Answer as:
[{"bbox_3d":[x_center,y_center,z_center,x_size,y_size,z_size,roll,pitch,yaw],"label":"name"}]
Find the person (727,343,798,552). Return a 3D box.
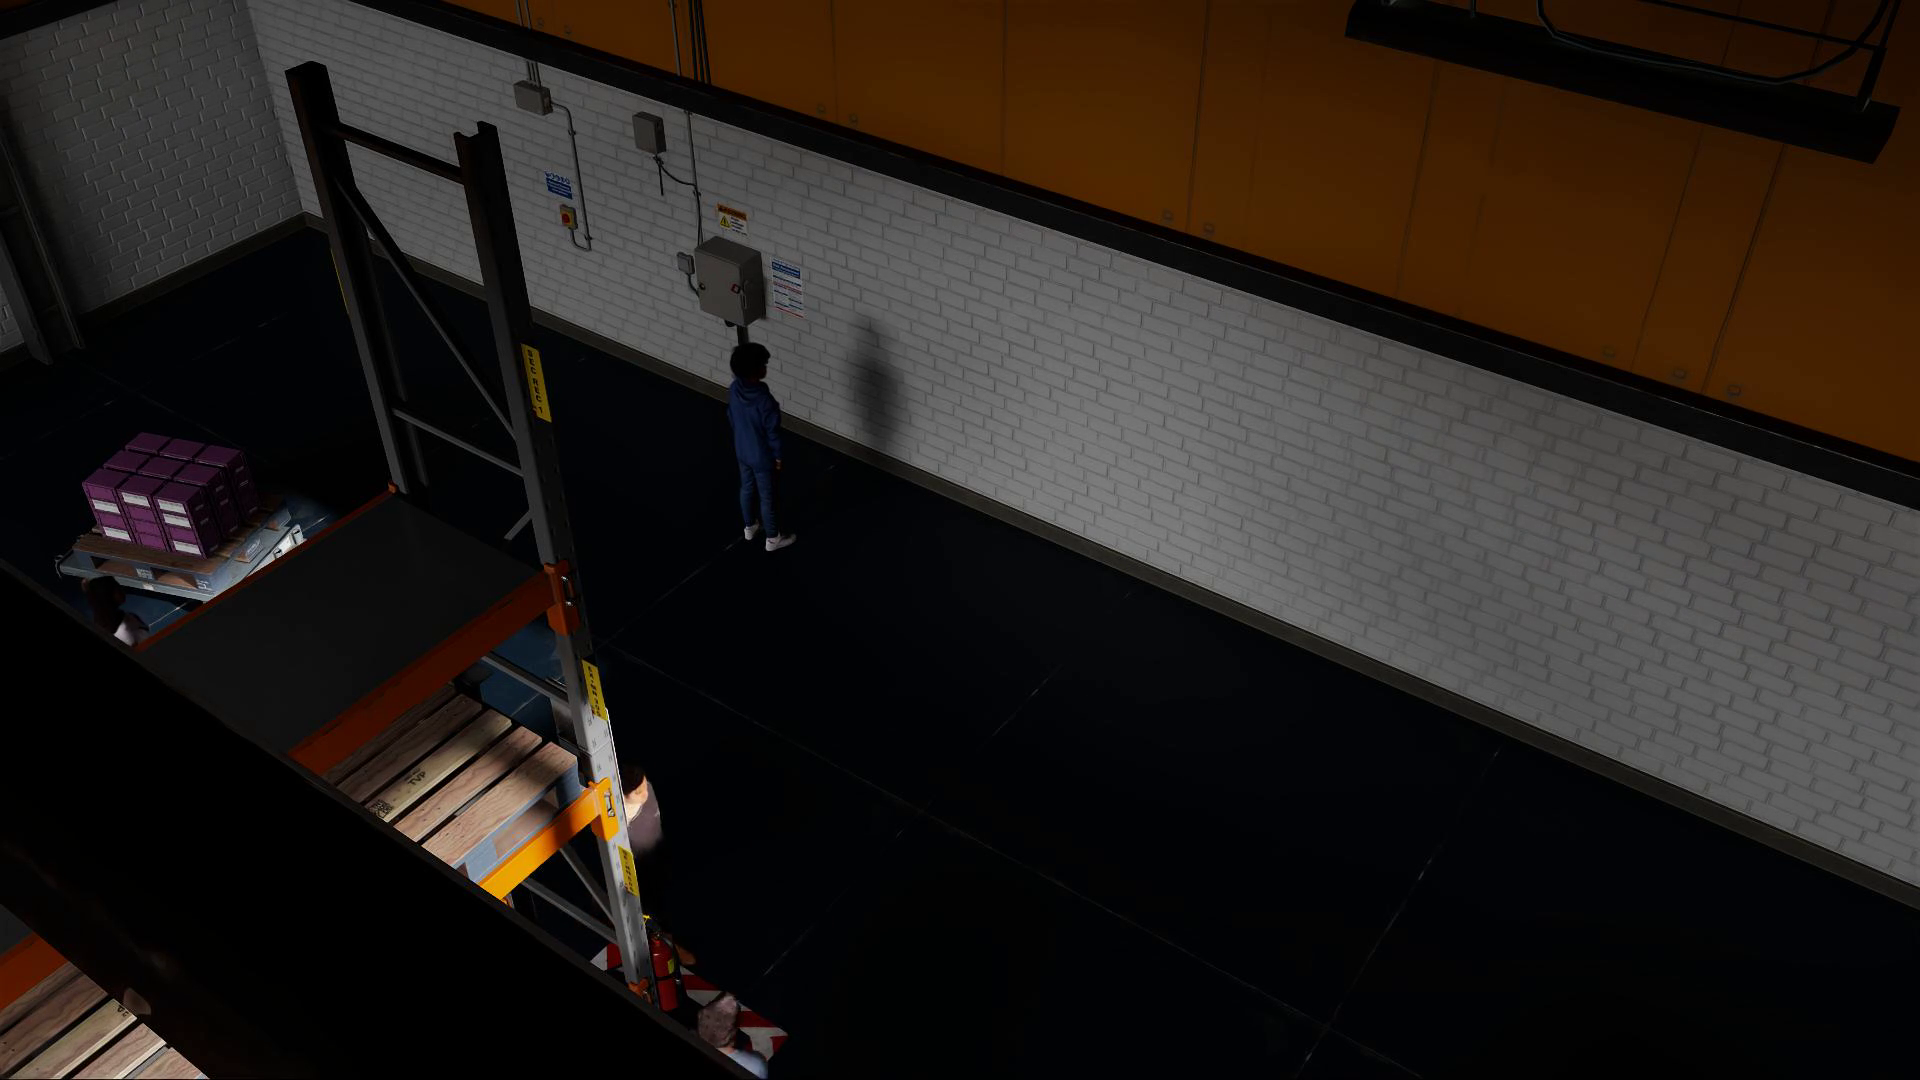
[{"bbox_3d":[-1.586,-0.729,13.019,0.696,1.806,0.580,29,47,31],"label":"person"}]

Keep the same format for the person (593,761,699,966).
[{"bbox_3d":[-1.952,1.874,9.852,0.828,1.691,0.958,16,41,19],"label":"person"}]

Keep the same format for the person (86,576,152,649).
[{"bbox_3d":[-5.405,0.937,10.958,0.629,1.774,0.638,-29,47,-32],"label":"person"}]

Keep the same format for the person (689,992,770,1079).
[{"bbox_3d":[-1.195,2.969,8.338,0.915,1.868,1.224,10,40,13],"label":"person"}]
